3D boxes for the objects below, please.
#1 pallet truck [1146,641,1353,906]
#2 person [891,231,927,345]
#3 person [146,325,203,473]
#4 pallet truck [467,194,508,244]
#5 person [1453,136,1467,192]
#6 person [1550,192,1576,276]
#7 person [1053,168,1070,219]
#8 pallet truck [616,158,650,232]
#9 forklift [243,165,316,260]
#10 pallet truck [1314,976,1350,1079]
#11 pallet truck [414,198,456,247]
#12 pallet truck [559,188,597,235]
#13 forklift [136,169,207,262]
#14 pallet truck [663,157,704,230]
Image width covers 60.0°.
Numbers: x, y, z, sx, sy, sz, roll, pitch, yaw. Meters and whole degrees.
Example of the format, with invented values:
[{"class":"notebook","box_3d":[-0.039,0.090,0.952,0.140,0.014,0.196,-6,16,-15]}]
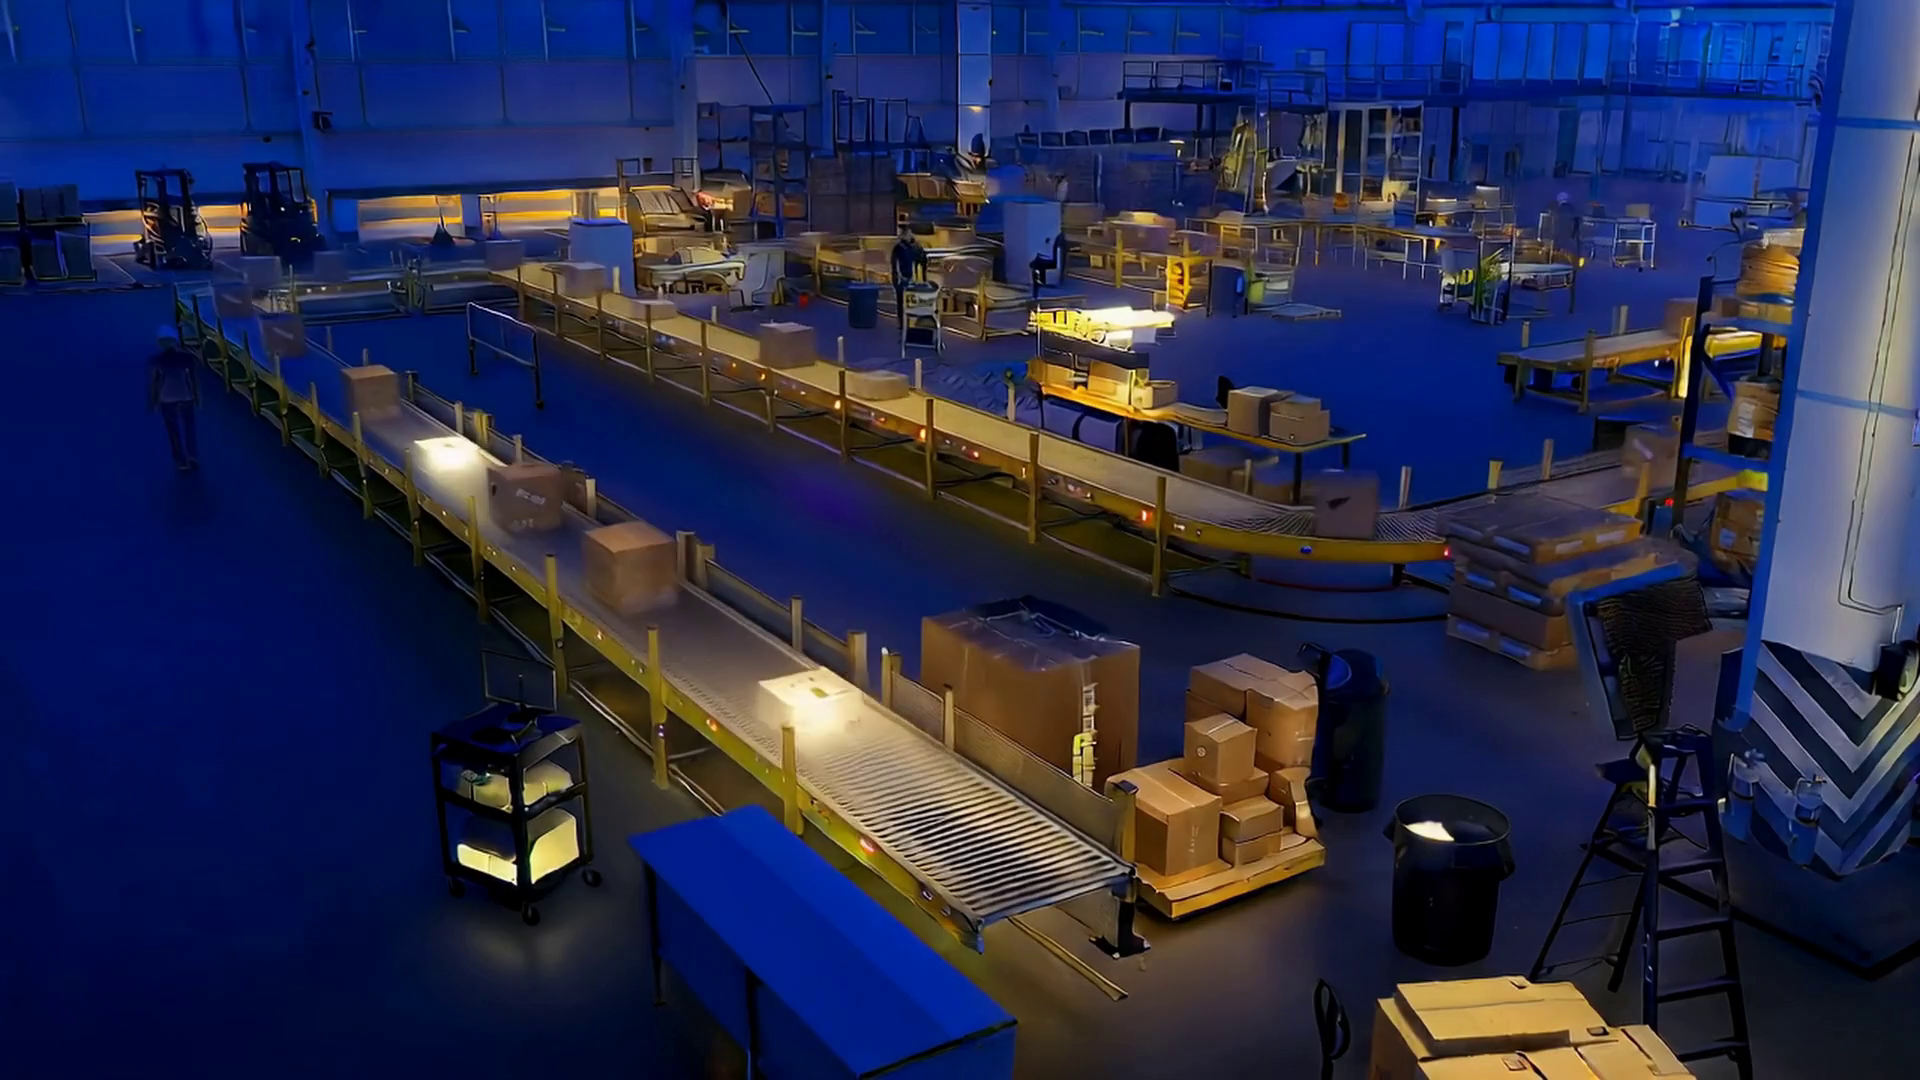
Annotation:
[{"class":"pallet truck","box_3d":[1.664,1.407,10.232,1.630,1.274,0.653,-10,20,-31]},{"class":"person","box_3d":[-0.846,-4.259,28.058,0.640,1.904,0.409,-6,18,-18]},{"class":"person","box_3d":[-9.263,-1.659,19.644,0.552,1.750,0.369,-9,19,-28]},{"class":"pallet truck","box_3d":[-11.983,-8.177,42.137,0.704,1.261,1.522,-11,20,-33]},{"class":"person","box_3d":[17.013,-12.766,56.469,0.506,1.841,0.344,-11,20,-33]},{"class":"person","box_3d":[13.144,-6.679,36.323,0.601,1.788,0.941,-3,17,-10]},{"class":"person","box_3d":[2.434,-8.044,40.513,1.071,1.989,0.625,-9,19,-27]},{"class":"pallet truck","box_3d":[-8.918,-9.176,44.255,0.823,1.965,1.885,-9,19,-27]},{"class":"forklift","box_3d":[-15.898,-7.669,38.708,1.157,1.987,2.680,-11,20,-33]},{"class":"pallet truck","box_3d":[2.299,2.390,7.086,1.601,1.201,0.680,-2,17,-7]},{"class":"pallet truck","box_3d":[-13.250,-8.060,41.856,0.680,1.201,1.601,-10,20,-31]},{"class":"pallet truck","box_3d":[-10.010,-8.652,43.699,0.653,1.274,1.630,-10,20,-31]},{"class":"forklift","box_3d":[-17.842,-7.318,37.559,1.157,1.987,2.680,-10,20,-31]},{"class":"pallet truck","box_3d":[-7.586,-9.308,44.692,0.823,1.965,1.885,-11,20,-33]}]
